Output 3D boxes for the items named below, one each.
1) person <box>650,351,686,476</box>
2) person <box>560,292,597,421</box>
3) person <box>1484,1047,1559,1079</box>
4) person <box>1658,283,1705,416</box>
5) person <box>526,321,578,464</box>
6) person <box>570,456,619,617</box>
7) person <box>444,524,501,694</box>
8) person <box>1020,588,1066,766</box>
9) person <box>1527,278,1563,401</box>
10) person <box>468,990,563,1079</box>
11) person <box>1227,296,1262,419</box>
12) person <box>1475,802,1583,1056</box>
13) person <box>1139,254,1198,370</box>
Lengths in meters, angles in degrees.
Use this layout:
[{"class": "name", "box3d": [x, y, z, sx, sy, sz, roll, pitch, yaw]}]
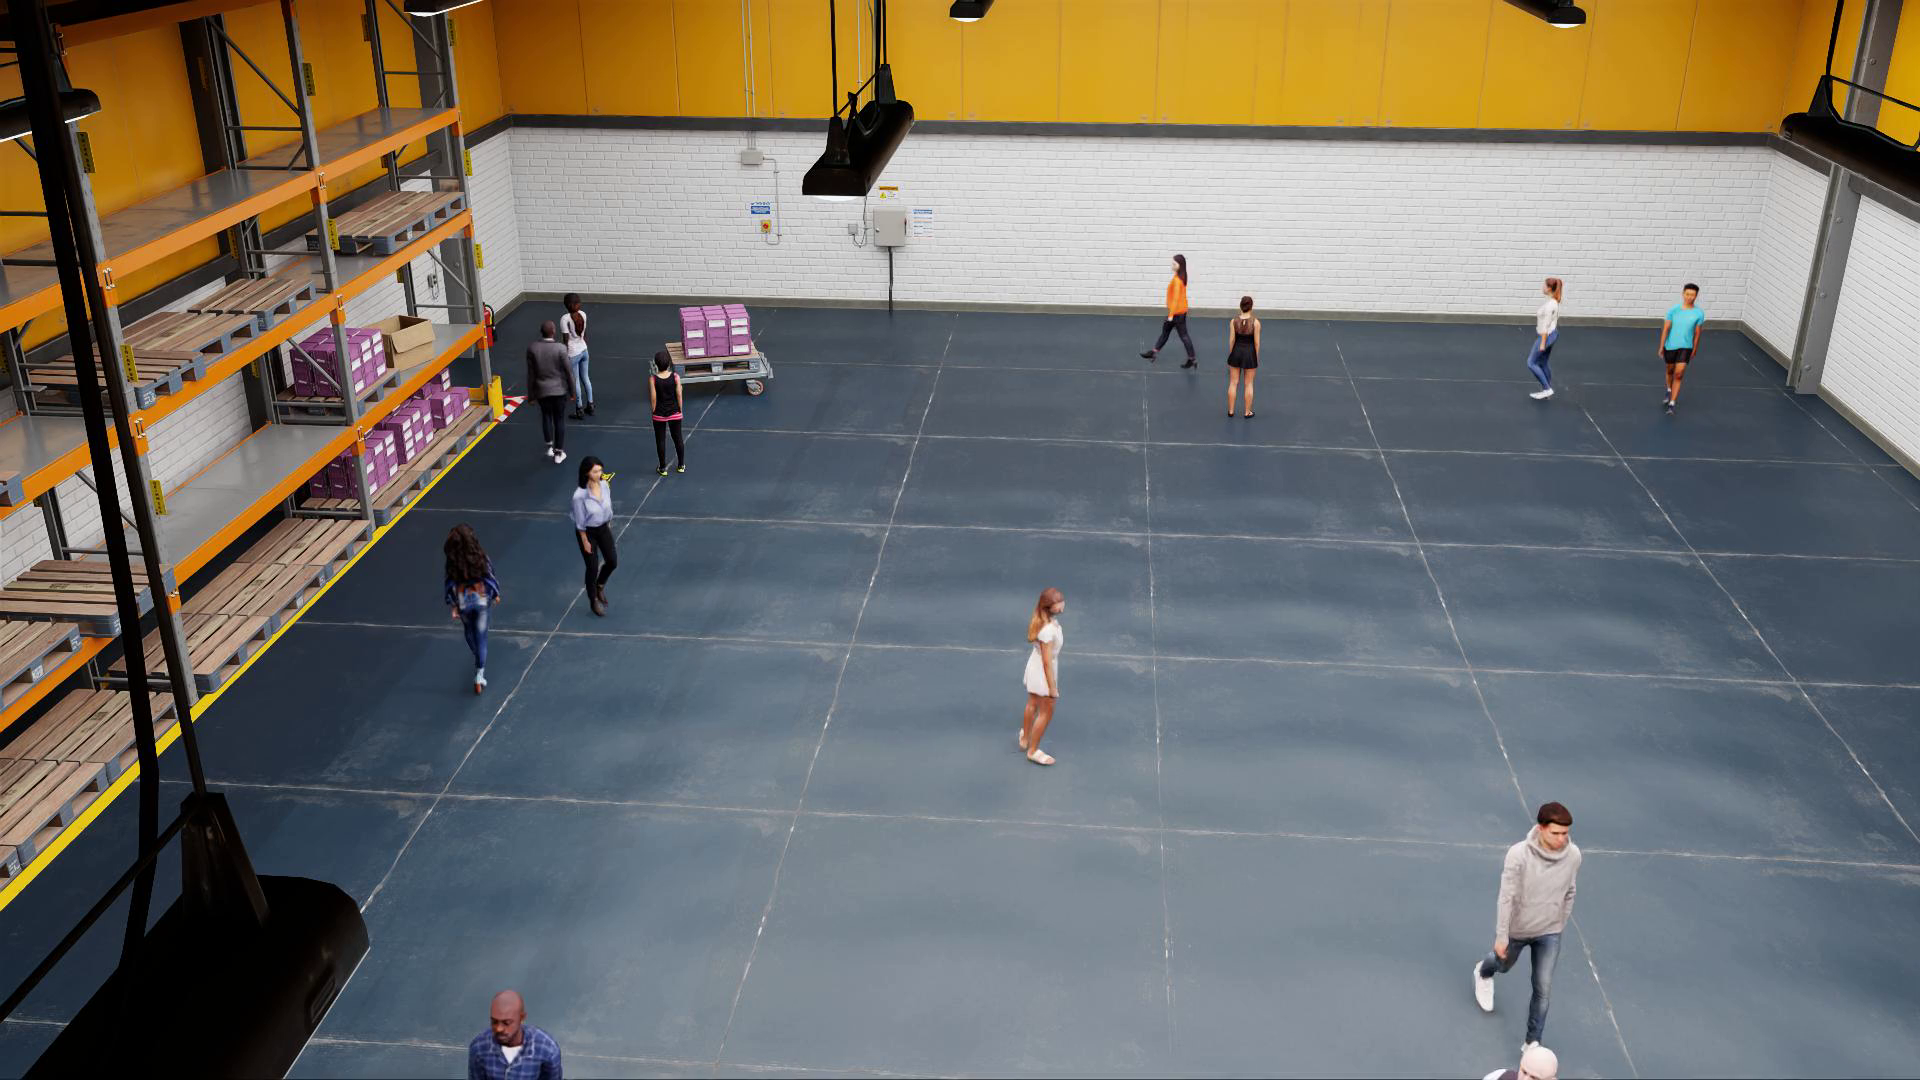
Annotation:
[{"class": "person", "box3d": [-3.582, -1.563, 20.311, 0.614, 1.553, 0.631, -9, 25, -20]}, {"class": "person", "box3d": [-5.108, -2.466, 22.170, 0.726, 1.719, 0.612, 14, 27, 29]}, {"class": "person", "box3d": [2.941, 3.353, 8.739, 1.053, 1.814, 0.983, -21, 31, -39]}, {"class": "person", "box3d": [9.697, -2.596, 22.466, 0.963, 1.720, 1.250, 13, 27, 27]}, {"class": "person", "box3d": [-5.061, -1.784, 20.509, 0.766, 1.799, 0.671, 0, 24, -1]}, {"class": "person", "box3d": [-3.727, -0.053, 16.637, 0.839, 1.729, 0.766, 19, 30, 37]}, {"class": "person", "box3d": [-4.464, 0.639, 15.227, 0.701, 1.589, 0.957, -1, 24, -2]}, {"class": "person", "box3d": [0.671, 1.114, 14.044, 0.916, 1.667, 0.588, -7, 25, -15]}, {"class": "person", "box3d": [8.105, -2.720, 22.758, 0.825, 1.712, 0.723, 14, 27, 29]}, {"class": "person", "box3d": [-2.417, 3.186, 9.188, 0.660, 1.759, 1.148, 2, 24, 6]}, {"class": "person", "box3d": [3.779, -2.448, 22.184, 0.635, 1.674, 0.639, 8, 25, 19]}, {"class": "person", "box3d": [3.661, 2.450, 10.794, 0.772, 1.822, 1.242, 0, 24, -1]}, {"class": "person", "box3d": [3.240, -3.262, 24.014, 0.804, 1.701, 1.066, 6, 24, 14]}]
